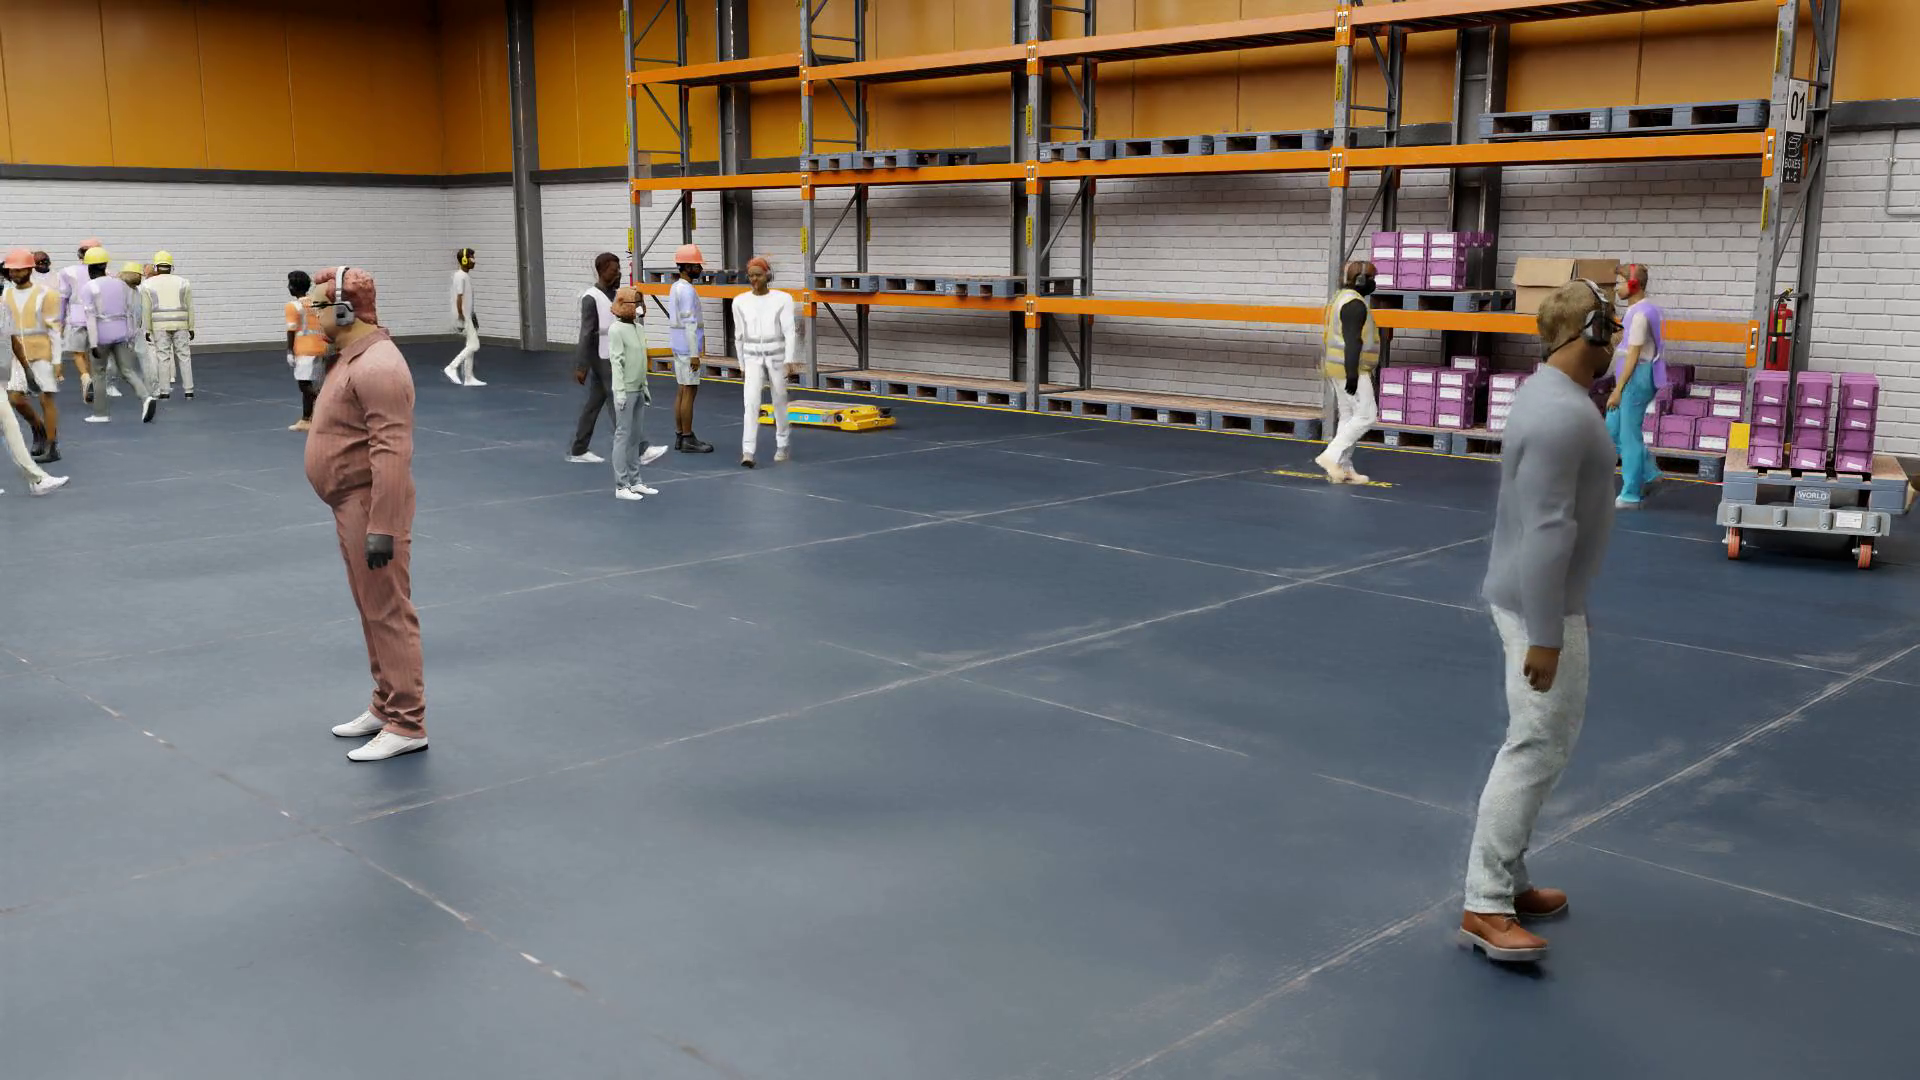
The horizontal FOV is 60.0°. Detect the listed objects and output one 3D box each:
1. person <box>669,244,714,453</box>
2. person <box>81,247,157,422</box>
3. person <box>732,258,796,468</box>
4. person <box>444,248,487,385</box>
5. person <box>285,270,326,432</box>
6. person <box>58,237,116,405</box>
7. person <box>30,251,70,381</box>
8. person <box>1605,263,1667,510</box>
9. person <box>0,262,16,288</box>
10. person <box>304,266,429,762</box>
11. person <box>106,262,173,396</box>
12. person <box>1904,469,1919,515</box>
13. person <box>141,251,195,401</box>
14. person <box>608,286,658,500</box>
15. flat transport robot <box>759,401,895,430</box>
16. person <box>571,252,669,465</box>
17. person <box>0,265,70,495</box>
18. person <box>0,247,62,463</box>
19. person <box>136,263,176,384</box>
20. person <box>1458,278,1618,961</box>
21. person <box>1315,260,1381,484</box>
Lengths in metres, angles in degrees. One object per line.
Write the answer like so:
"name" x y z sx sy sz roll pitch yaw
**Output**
"person" -2.517 -1.783 15.546 0.360 1.936 0.552 -4 11 -20
"person" -9.111 -2.194 17.892 0.839 1.904 0.583 5 12 25
"person" -1.716 -1.560 14.653 0.579 1.830 1.018 1 10 4
"person" -6.657 -2.988 22.360 0.447 1.852 0.516 -2 11 -12
"person" -6.608 -1.917 16.996 0.719 1.674 0.538 3 11 14
"person" -10.332 -2.581 19.747 0.669 2.001 0.740 -6 12 -30
"person" -12.830 -3.151 23.390 0.828 1.811 0.682 9 14 41
"person" 4.929 -1.109 12.197 0.452 1.824 0.561 3 11 14
"person" -12.978 -2.959 22.655 0.541 1.678 0.617 6 12 31
"person" -2.318 -0.100 6.463 0.402 1.904 0.652 -5 12 -27
"person" -10.406 -2.634 20.893 0.937 1.675 0.502 3 11 17
"person" 7.055 -1.092 11.692 1.119 1.962 0.613 8 13 37
"person" -9.682 -2.613 20.364 0.586 1.833 0.403 -7 12 -33
"person" -2.535 -1.133 12.836 0.285 1.633 0.500 2 11 13
"flat transport robot" -1.459 -1.336 17.658 1.431 0.197 0.652 7 12 33
"person" -3.037 -1.582 14.650 1.026 1.863 0.619 2 11 12
"person" -7.384 -1.243 12.898 0.957 1.823 0.544 1 10 4
"person" -8.258 -1.637 14.812 0.552 1.924 0.445 0 10 -2
"person" -10.940 -2.931 22.616 0.310 1.642 0.514 9 14 40
"person" 1.670 0.217 4.766 0.349 1.907 0.739 4 11 19
"person" 3.182 -1.347 13.487 0.434 1.822 0.642 1 10 6
